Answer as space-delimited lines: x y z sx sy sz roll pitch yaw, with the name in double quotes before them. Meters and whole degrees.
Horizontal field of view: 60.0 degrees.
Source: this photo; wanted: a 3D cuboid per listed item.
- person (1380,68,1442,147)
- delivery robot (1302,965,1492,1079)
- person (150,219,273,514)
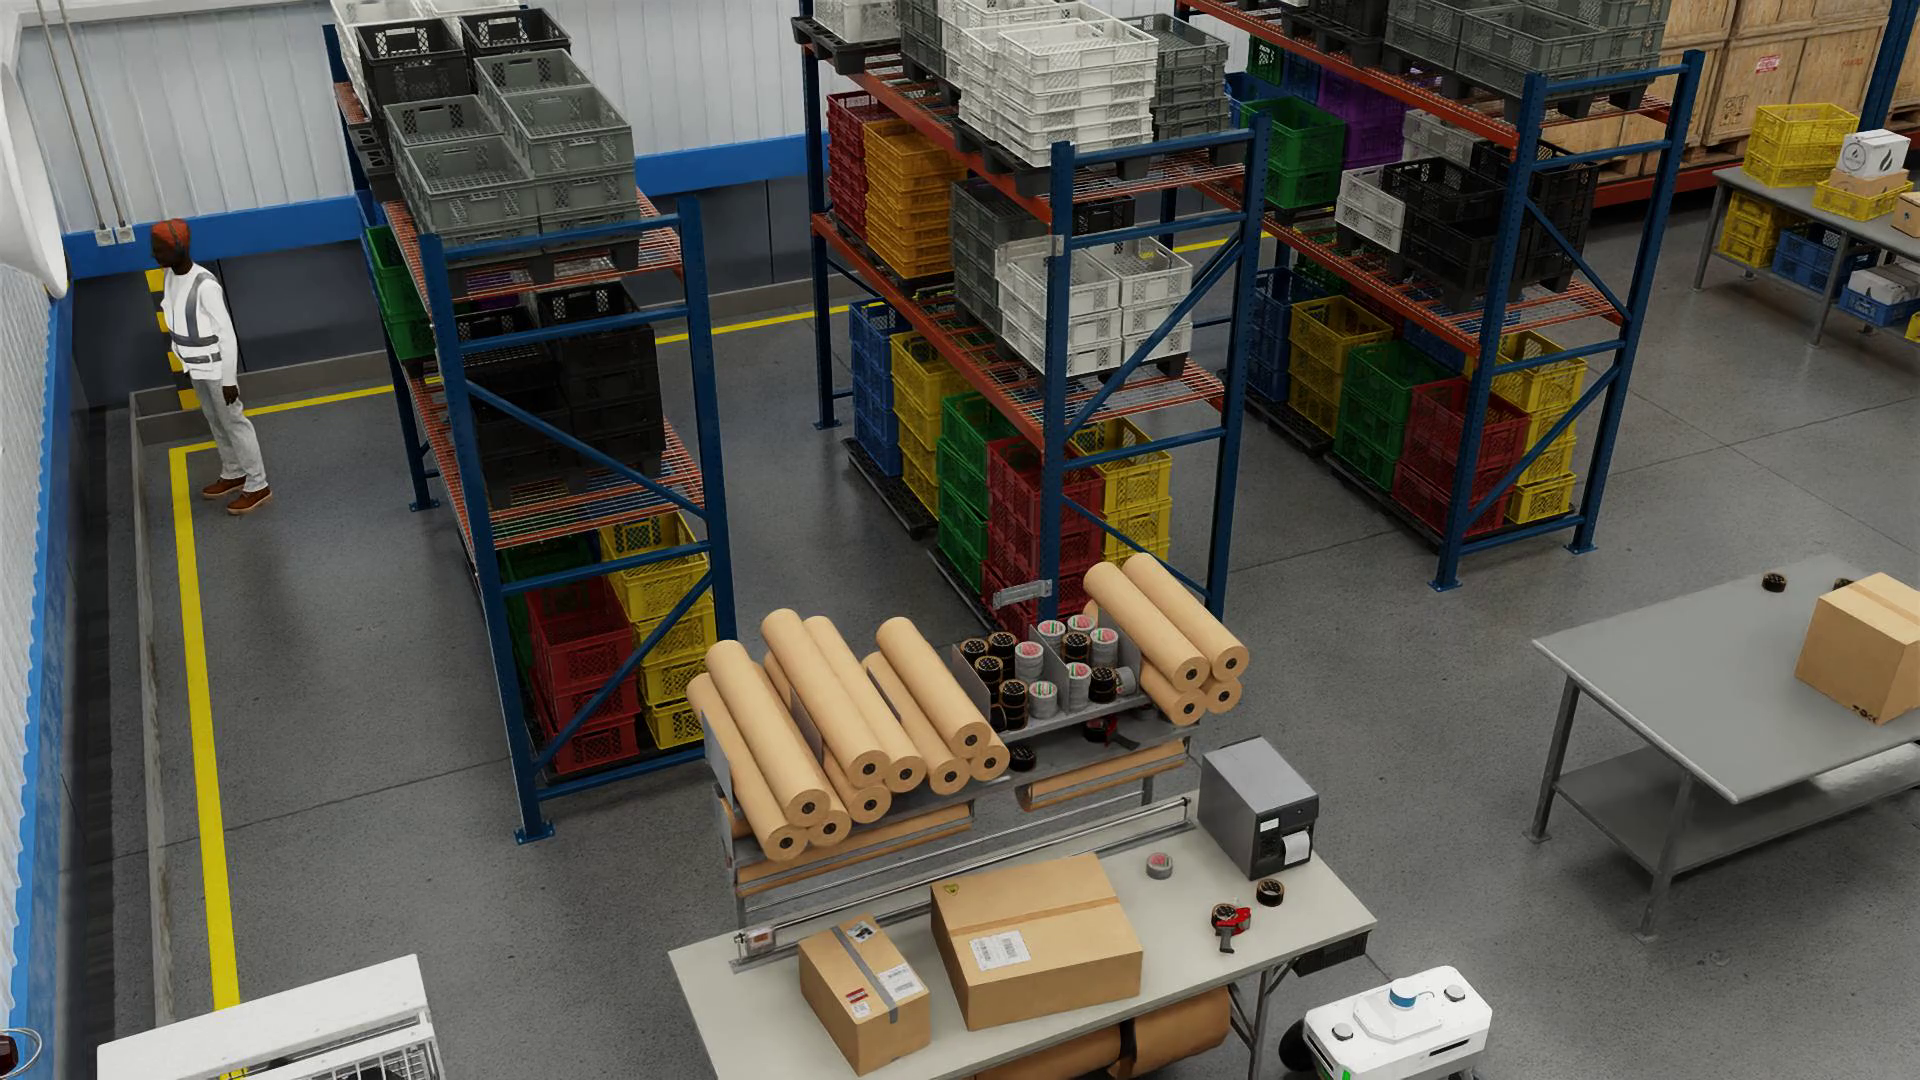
"person" 3.633 -3.365 13.841 0.374 1.933 0.625 -27 40 -36
"delivery robot" 1.700 1.915 6.480 0.707 0.478 0.477 -12 34 -19
"person" -4.580 -1.055 10.131 0.587 1.882 0.341 25 40 35
